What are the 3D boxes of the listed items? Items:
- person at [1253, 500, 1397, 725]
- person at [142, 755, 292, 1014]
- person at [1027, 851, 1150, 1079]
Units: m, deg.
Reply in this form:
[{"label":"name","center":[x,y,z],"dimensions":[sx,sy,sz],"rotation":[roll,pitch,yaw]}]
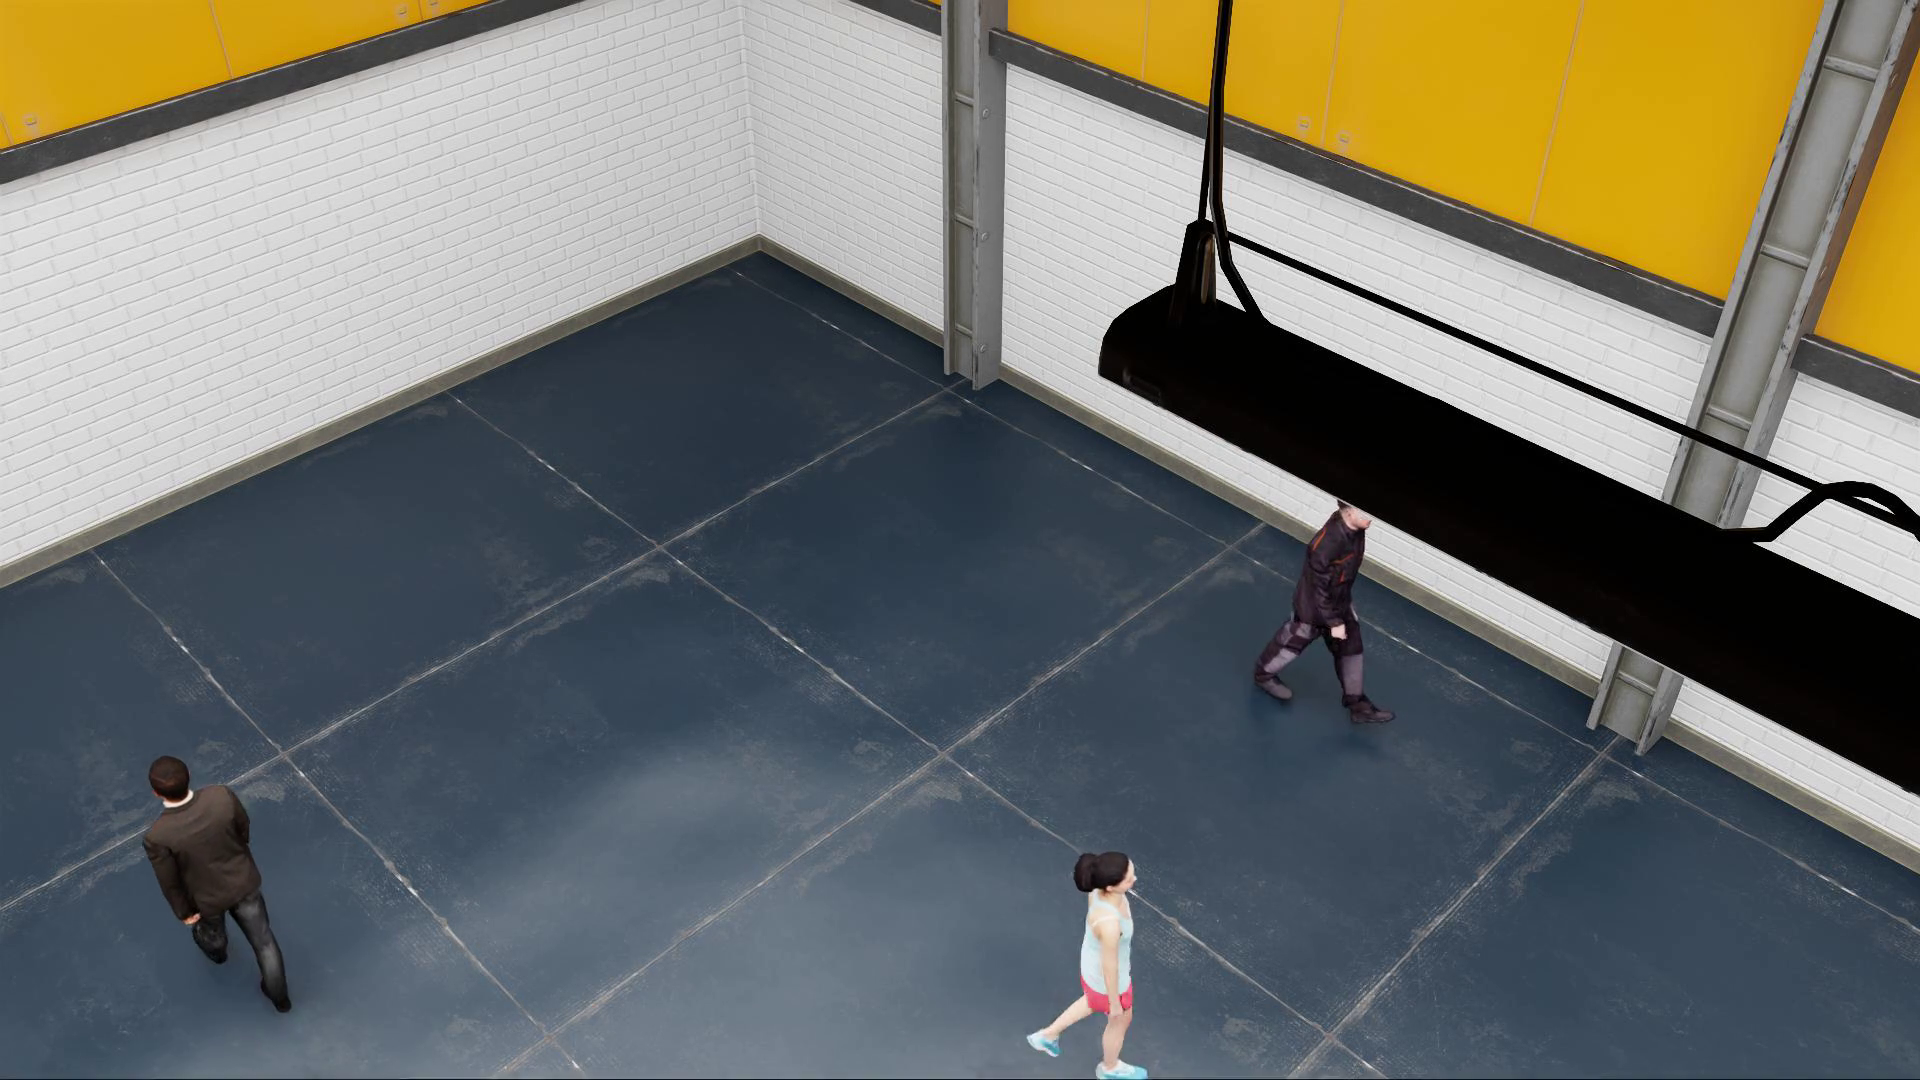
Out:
[{"label":"person","center":[2.205,0.369,10.516],"dimensions":[1.209,1.794,0.768],"rotation":[28,46,31]},{"label":"person","center":[-3.828,1.827,8.706],"dimensions":[0.702,1.775,1.024],"rotation":[-31,48,-33]},{"label":"person","center":[0.660,2.152,8.316],"dimensions":[0.961,1.752,0.918],"rotation":[-2,39,-3]}]
